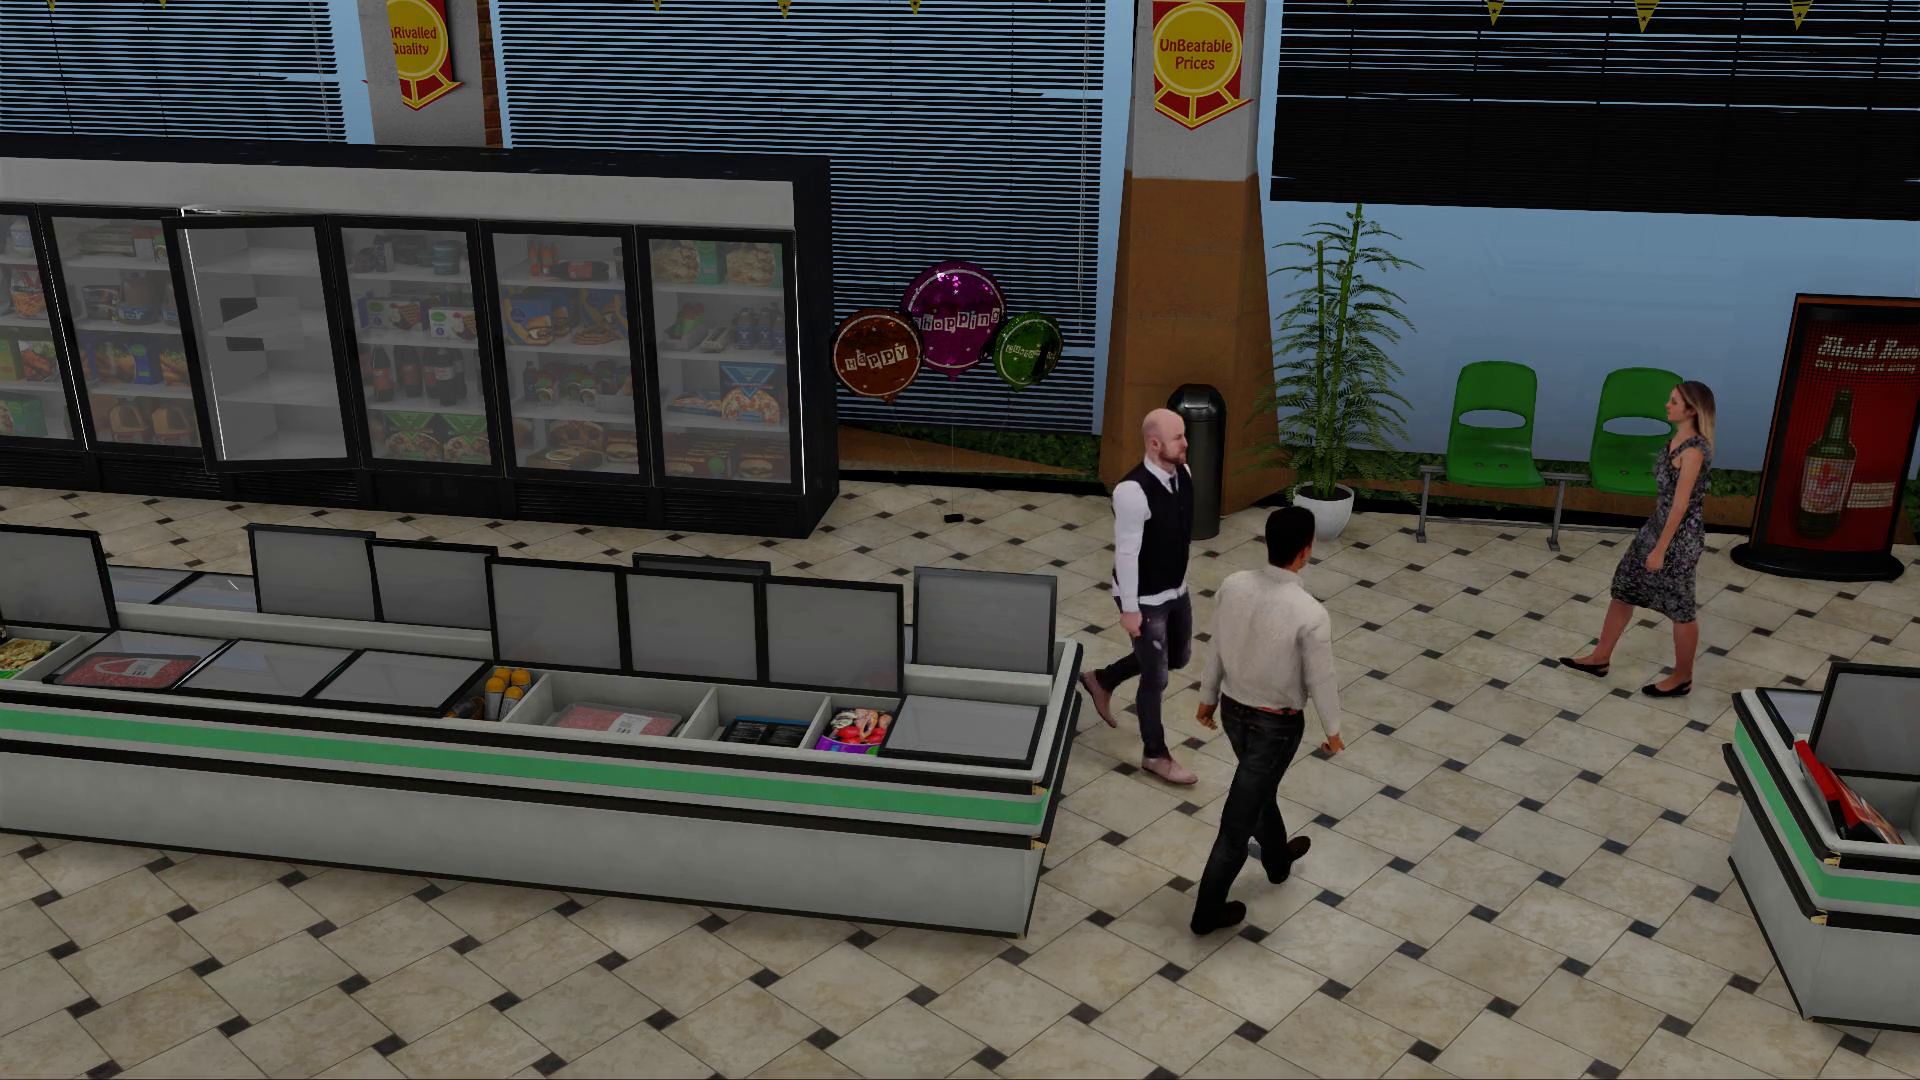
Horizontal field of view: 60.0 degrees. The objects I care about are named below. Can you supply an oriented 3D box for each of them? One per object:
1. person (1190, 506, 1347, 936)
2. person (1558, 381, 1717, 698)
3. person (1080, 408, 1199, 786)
[{"bbox_3d":[1.106,0.758,6.478,1.108,1.774,1.080,-17,28,-37],"label":"person"},{"bbox_3d":[3.707,0.030,8.412,0.869,1.683,0.597,4,22,11],"label":"person"},{"bbox_3d":[0.831,0.249,7.704,1.097,1.805,0.956,14,26,30],"label":"person"}]
